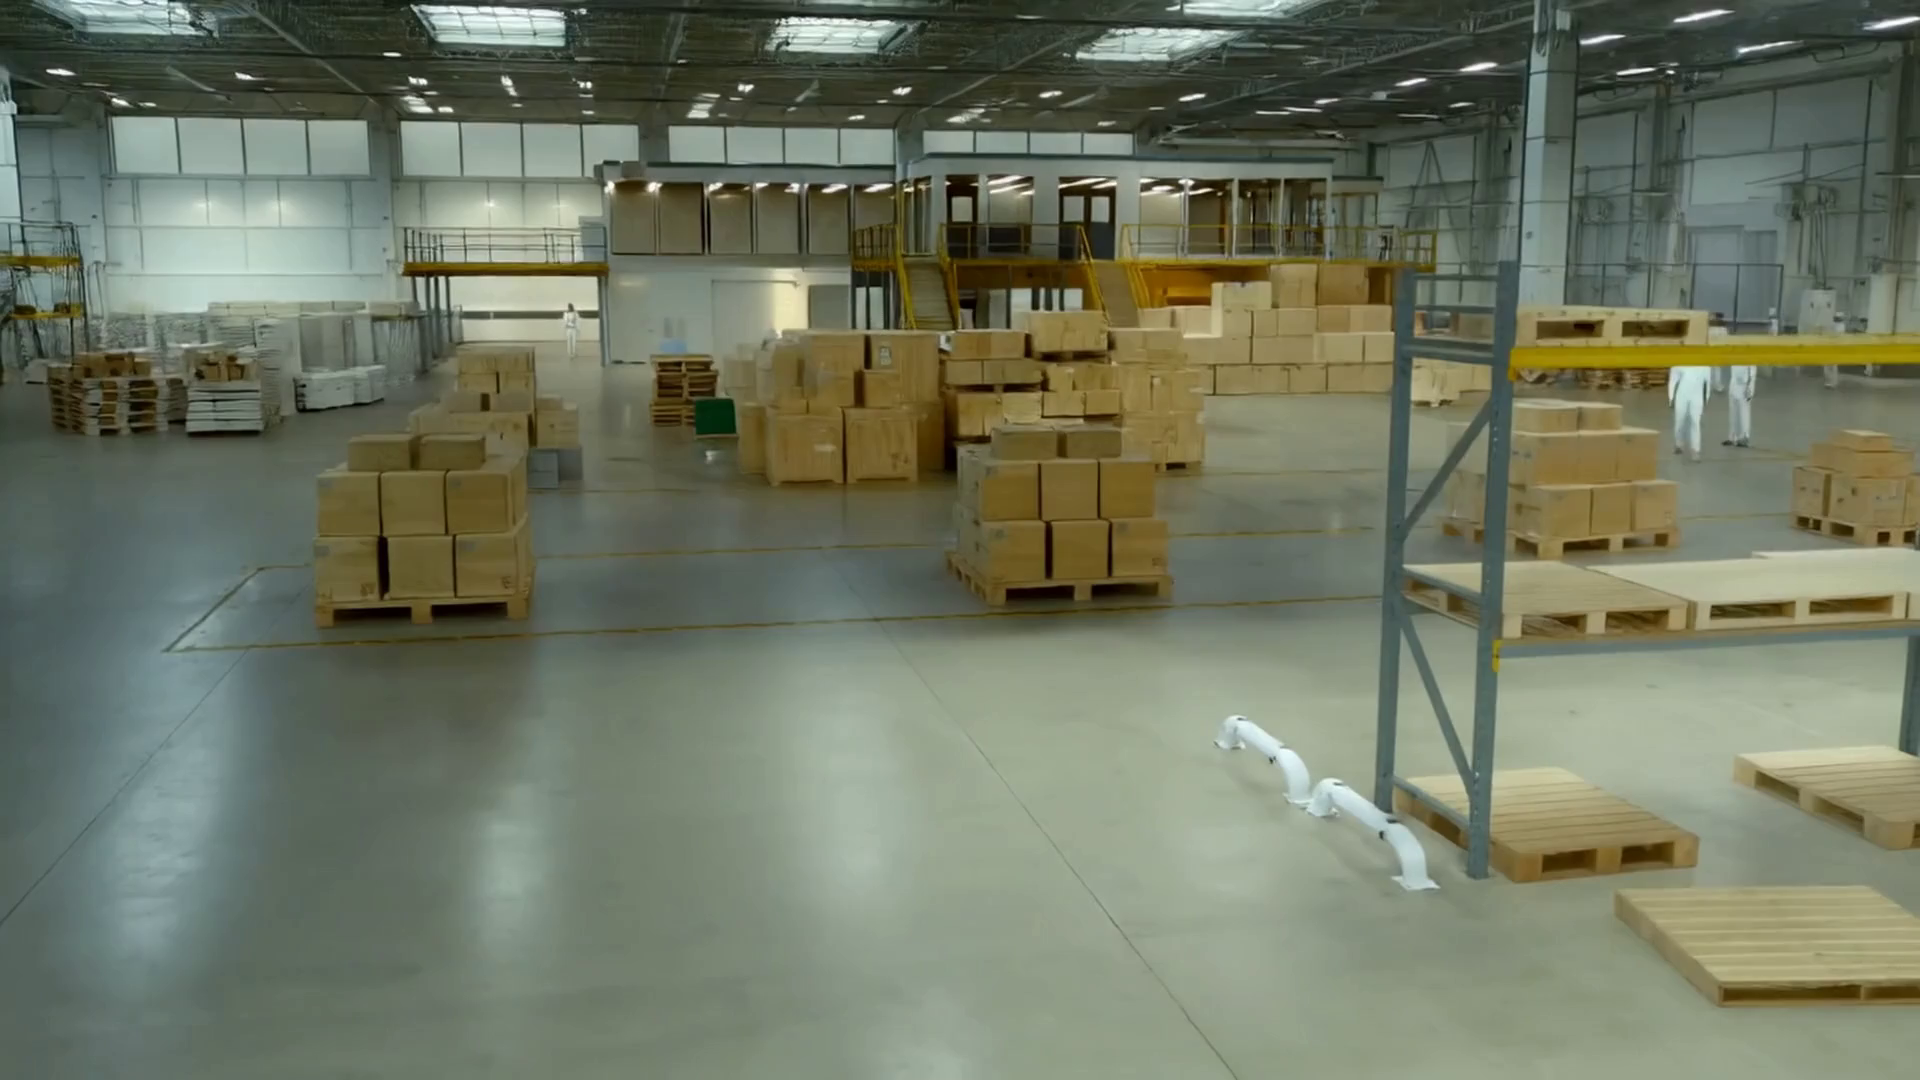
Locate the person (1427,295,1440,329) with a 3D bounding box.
[{"bbox_3d":[18.053,-8.373,63.553,0.606,1.947,1.048,-1,9,-5],"label":"person"}]

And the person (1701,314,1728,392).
[{"bbox_3d":[18.116,-4.490,39.976,0.845,1.902,0.592,-7,12,-36],"label":"person"}]

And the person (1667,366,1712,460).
[{"bbox_3d":[11.497,-2.233,26.282,0.649,1.885,1.041,3,10,16],"label":"person"}]

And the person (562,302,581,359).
[{"bbox_3d":[-12.780,-6.894,54.710,0.593,1.873,0.520,-2,10,-13],"label":"person"}]

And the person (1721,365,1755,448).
[{"bbox_3d":[13.003,-2.403,27.728,0.312,1.744,0.487,-3,10,-16],"label":"person"}]

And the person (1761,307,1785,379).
[{"bbox_3d":[21.741,-5.257,44.524,0.626,1.936,0.525,0,9,-1],"label":"person"}]

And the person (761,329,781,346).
[{"bbox_3d":[-3.052,-2.443,27.209,0.378,1.995,0.612,0,9,-3],"label":"person"}]

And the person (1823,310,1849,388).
[{"bbox_3d":[21.883,-4.770,41.605,0.585,1.924,0.402,0,9,-3],"label":"person"}]

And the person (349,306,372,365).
[{"bbox_3d":[-15.075,-4.883,41.961,0.621,2.035,0.395,2,10,13],"label":"person"}]
